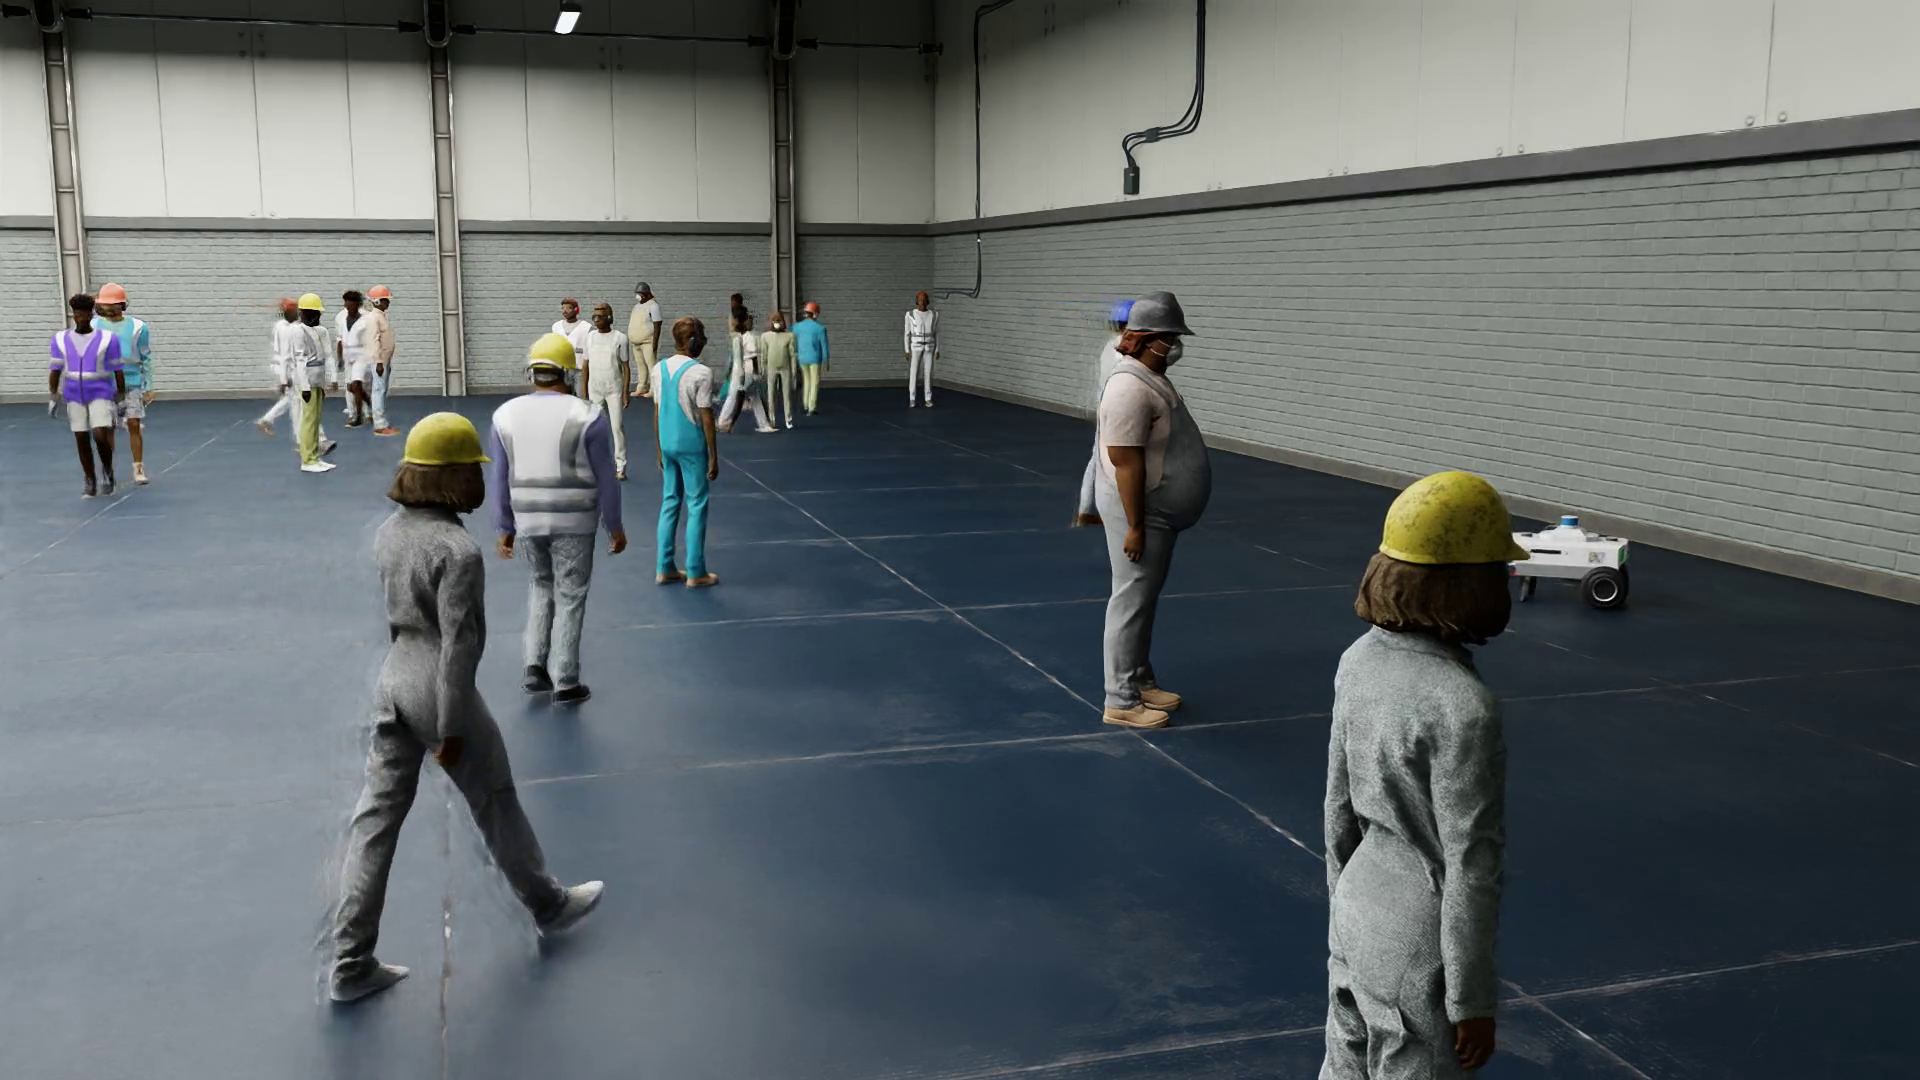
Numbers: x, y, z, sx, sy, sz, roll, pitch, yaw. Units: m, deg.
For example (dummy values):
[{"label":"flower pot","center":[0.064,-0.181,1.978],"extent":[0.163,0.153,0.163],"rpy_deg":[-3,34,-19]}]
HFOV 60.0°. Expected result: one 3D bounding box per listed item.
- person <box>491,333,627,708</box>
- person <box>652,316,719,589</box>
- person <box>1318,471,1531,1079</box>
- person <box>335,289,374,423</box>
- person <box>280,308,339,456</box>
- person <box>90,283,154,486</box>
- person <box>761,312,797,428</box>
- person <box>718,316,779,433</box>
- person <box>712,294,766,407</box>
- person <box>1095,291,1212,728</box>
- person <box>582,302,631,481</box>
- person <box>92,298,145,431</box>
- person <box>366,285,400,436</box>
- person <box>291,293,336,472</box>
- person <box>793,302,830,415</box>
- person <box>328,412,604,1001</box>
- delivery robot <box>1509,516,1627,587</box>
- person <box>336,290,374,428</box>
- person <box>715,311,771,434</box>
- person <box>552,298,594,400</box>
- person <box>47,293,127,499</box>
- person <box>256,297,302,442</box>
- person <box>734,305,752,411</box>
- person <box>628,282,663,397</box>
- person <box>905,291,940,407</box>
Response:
[{"label":"person","center":[-1.947,-0.090,8.111],"extent":[0.611,1.817,0.442],"rpy_deg":[2,9,16]},{"label":"person","center":[-1.847,-0.583,11.198],"extent":[0.522,1.833,0.339],"rpy_deg":[6,10,32]},{"label":"person","center":[0.834,0.742,3.017],"extent":[0.321,1.743,0.488],"rpy_deg":[-2,9,-13]},{"label":"person","center":[-8.675,-2.645,24.008],"extent":[0.630,1.940,0.373],"rpy_deg":[2,9,13]},{"label":"person","center":[-7.664,-1.911,19.668],"extent":[1.024,1.818,0.601],"rpy_deg":[7,11,36]},{"label":"person","center":[-8.459,-1.559,16.750],"extent":[0.611,2.040,0.393],"rpy_deg":[-5,10,-27]},{"label":"person","center":[-2.523,-2.359,23.183],"extent":[0.500,1.626,0.282],"rpy_deg":[0,9,-3]},{"label":"person","center":[-2.920,-2.222,22.413],"extent":[0.876,1.592,0.535],"rpy_deg":[3,9,19]},{"label":"person","center":[-3.600,-3.073,27.055],"extent":[1.049,1.847,0.658],"rpy_deg":[-7,11,-37]},{"label":"person","center":[0.906,-0.154,7.789],"extent":[0.537,2.000,0.683],"rpy_deg":[2,9,14]},{"label":"person","center":[-3.645,-1.518,17.112],"extent":[0.517,1.844,0.332],"rpy_deg":[1,9,9]},{"label":"person","center":[-11.583,-2.401,22.777],"extent":[0.631,1.855,0.716],"rpy_deg":[-4,10,-24]},{"label":"person","center":[-7.711,-2.387,22.181],"extent":[0.377,1.995,0.608],"rpy_deg":[-2,9,-11]},{"label":"person","center":[-7.010,-1.699,18.007],"extent":[0.368,1.924,0.594],"rpy_deg":[-1,9,-6]},{"label":"person","center":[-2.247,-2.775,25.476],"extent":[0.586,1.732,0.466],"rpy_deg":[4,10,24]},{"label":"person","center":[-1.531,0.465,4.969],"extent":[0.501,1.689,0.936],"rpy_deg":[6,11,36]},{"label":"delivery robot","center":[3.899,0.087,10.677],"extent":[0.707,0.478,0.477],"rpy_deg":[3,10,21]},{"label":"person","center":[-8.467,-2.564,23.498],"extent":[0.594,1.937,0.785],"rpy_deg":[4,10,23]},{"label":"person","center":[-2.935,-2.244,22.363],"extent":[0.914,1.635,0.541],"rpy_deg":[-5,10,-27]},{"label":"person","center":[-4.887,-2.133,21.034],"extent":[0.566,1.846,0.387],"rpy_deg":[2,9,13]},{"label":"person","center":[-8.239,-1.345,15.692],"extent":[0.633,1.943,0.482],"rpy_deg":[-1,9,-9]},{"label":"person","center":[-8.552,-2.145,21.074],"extent":[0.643,1.851,0.667],"rpy_deg":[-5,10,-27]},{"label":"person","center":[-3.411,-2.874,26.300],"extent":[0.400,1.679,0.532],"rpy_deg":[-1,9,-9]},{"label":"person","center":[-5.590,-3.531,29.335],"extent":[0.688,2.000,0.539],"rpy_deg":[8,12,42]},{"label":"person","center":[-0.612,-3.096,27.057],"extent":[0.585,1.882,0.337],"rpy_deg":[-2,9,-14]}]
